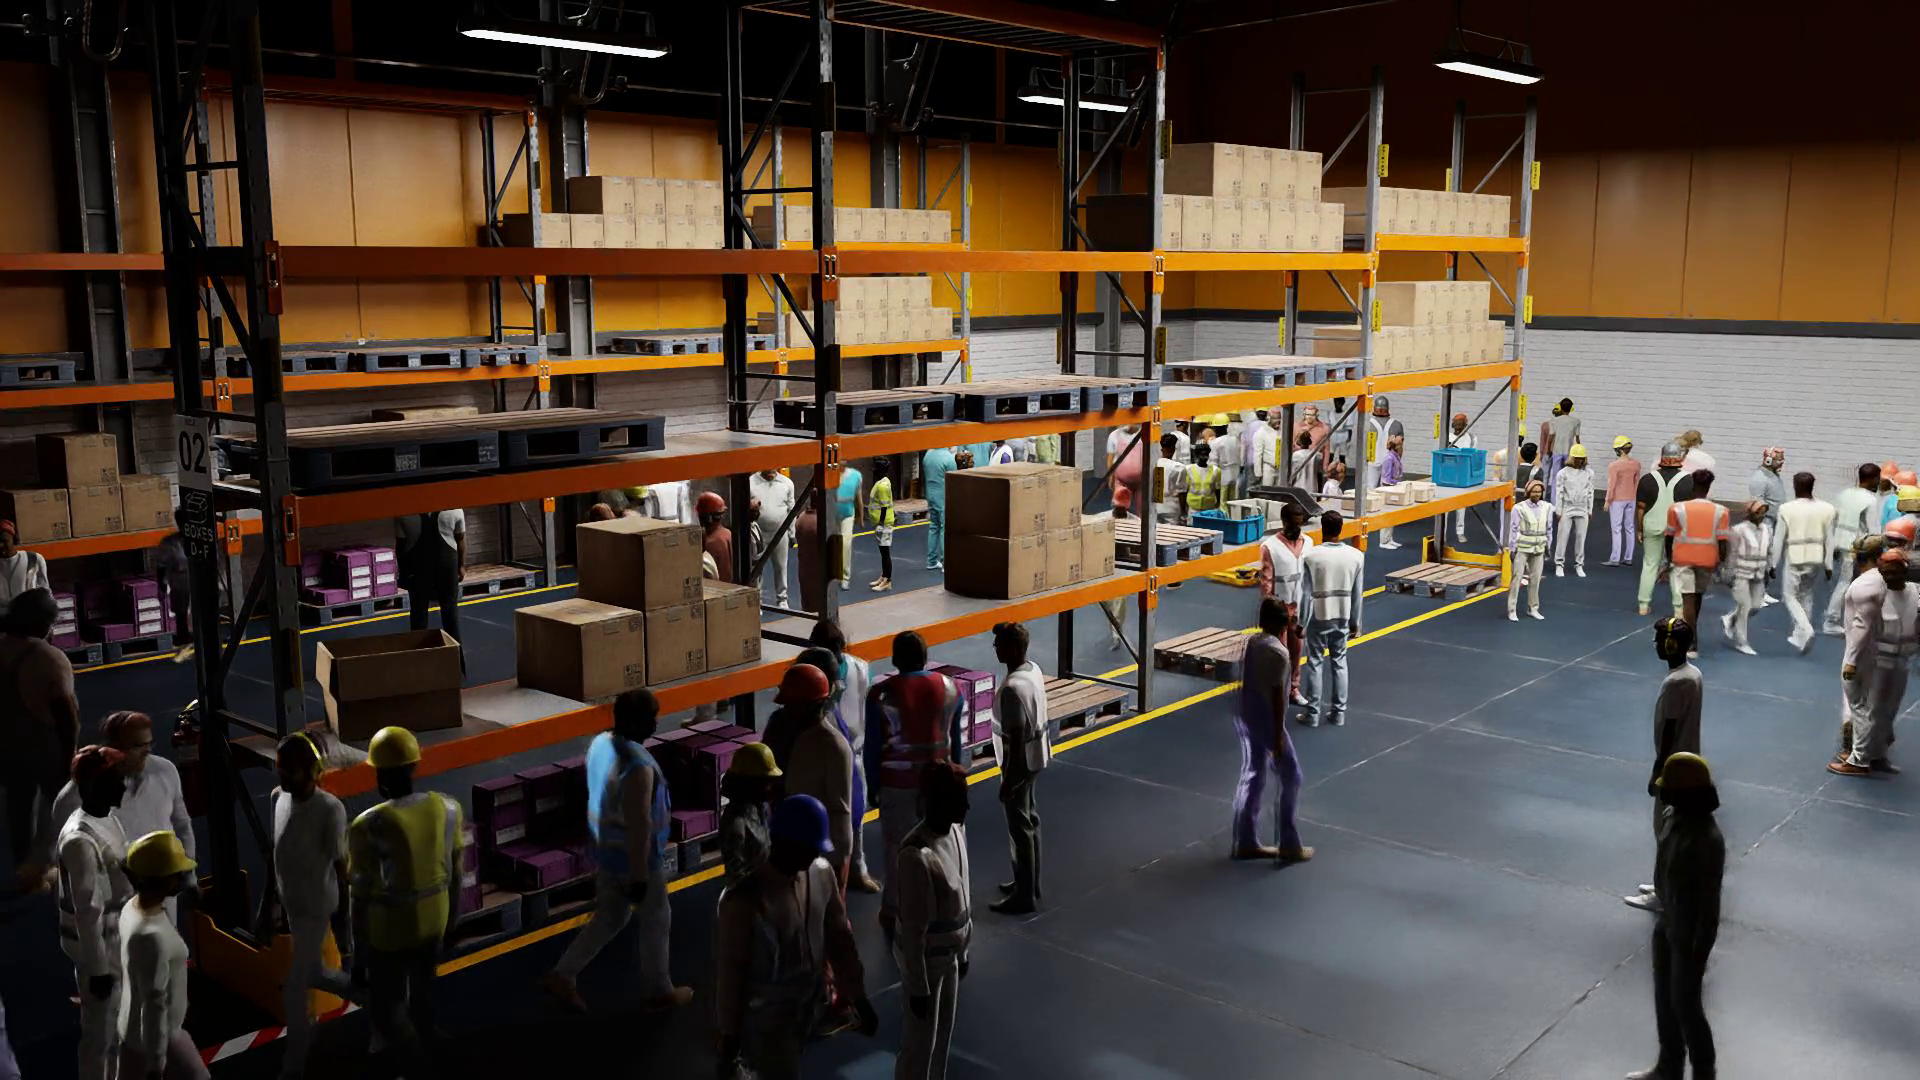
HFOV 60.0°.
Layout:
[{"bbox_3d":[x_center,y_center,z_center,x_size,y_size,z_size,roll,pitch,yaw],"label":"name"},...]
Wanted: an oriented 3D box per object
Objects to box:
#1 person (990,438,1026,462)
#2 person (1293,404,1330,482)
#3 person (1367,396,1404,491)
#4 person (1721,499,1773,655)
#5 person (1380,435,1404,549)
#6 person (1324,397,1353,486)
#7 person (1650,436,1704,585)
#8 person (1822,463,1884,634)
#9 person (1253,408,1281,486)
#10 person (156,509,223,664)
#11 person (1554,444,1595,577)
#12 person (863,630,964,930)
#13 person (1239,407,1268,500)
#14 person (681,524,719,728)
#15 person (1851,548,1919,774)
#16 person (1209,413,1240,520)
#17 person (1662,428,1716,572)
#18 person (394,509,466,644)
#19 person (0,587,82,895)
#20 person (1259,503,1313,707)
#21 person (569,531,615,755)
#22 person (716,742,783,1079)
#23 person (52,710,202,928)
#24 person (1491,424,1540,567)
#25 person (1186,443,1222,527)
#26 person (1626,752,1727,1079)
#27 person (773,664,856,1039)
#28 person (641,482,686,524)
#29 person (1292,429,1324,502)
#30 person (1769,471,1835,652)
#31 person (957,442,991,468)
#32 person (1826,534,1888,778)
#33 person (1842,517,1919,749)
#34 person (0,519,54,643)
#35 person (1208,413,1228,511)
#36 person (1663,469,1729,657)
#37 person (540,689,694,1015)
[{"bbox_3d":[0.696,-0.797,23.348,0.372,1.940,0.631,-9,13,-44],"label":"person"},{"bbox_3d":[5.342,-1.139,25.506,0.638,1.903,0.406,3,10,15],"label":"person"},{"bbox_3d":[6.391,-1.187,25.374,0.675,2.000,0.536,1,10,3],"label":"person"},{"bbox_3d":[8.191,0.362,17.383,0.523,1.624,0.544,-3,10,-17],"label":"person"},{"bbox_3d":[6.116,-0.683,23.590,0.319,1.631,0.524,4,10,22],"label":"person"},{"bbox_3d":[6.804,-1.775,29.984,0.547,1.650,0.826,4,10,21],"label":"person"},{"bbox_3d":[8.900,-0.345,20.735,0.663,1.914,0.385,7,12,35],"label":"person"},{"bbox_3d":[9.888,0.107,18.093,0.907,1.878,0.631,1,10,3],"label":"person"},{"bbox_3d":[4.683,-1.036,24.920,0.652,1.896,0.402,-6,11,-32],"label":"person"},{"bbox_3d":[-7.686,0.484,16.600,0.600,1.620,0.880,-5,11,-25],"label":"person"},{"bbox_3d":[7.929,-0.377,21.457,0.480,1.734,0.332,0,10,0],"label":"person"},{"bbox_3d":[-0.288,1.462,10.200,0.626,1.834,0.432,-3,10,-18],"label":"person"},{"bbox_3d":[4.682,-1.205,25.877,0.666,1.912,0.425,4,10,24],"label":"person"},{"bbox_3d":[-2.259,0.775,14.253,0.429,1.841,0.634,-2,10,-11],"label":"person"},{"bbox_3d":[7.305,0.960,13.128,0.624,1.856,0.469,0,10,3],"label":"person"},{"bbox_3d":[3.752,-0.854,23.782,0.600,1.913,0.425,-8,12,-40],"label":"person"},{"bbox_3d":[9.457,-0.495,21.646,0.640,1.921,0.704,7,12,36],"label":"person"},{"bbox_3d":[-5.363,0.235,16.881,0.681,2.000,0.535,-3,10,-19],"label":"person"},{"bbox_3d":[-5.922,1.287,10.600,0.698,2.000,0.634,1,10,5],"label":"person"},{"bbox_3d":[2.959,0.597,15.128,0.603,1.906,0.399,-6,11,-32],"label":"person"},{"bbox_3d":[-2.931,0.868,13.327,0.367,1.962,0.613,1,10,4],"label":"person"},{"bbox_3d":[-1.027,1.841,8.215,0.323,1.737,0.486,2,10,9],"label":"person"},{"bbox_3d":[-4.218,1.748,8.366,0.762,1.874,0.668,5,11,29],"label":"person"},{"bbox_3d":[7.401,-0.597,22.195,0.594,1.922,0.386,2,10,11],"label":"person"},{"bbox_3d":[3.196,-0.451,22.056,0.545,1.689,0.326,0,10,-1],"label":"person"},{"bbox_3d":[3.526,1.867,8.076,0.410,1.730,0.495,-1,10,-3],"label":"person"},{"bbox_3d":[-0.775,1.620,8.789,0.408,1.986,0.620,-6,11,-33],"label":"person"},{"bbox_3d":[-3.375,-0.020,18.878,0.572,1.883,0.356,-9,13,-42],"label":"person"},{"bbox_3d":[4.597,-0.562,22.239,0.506,1.841,0.346,-2,10,-11],"label":"person"},{"bbox_3d":[8.818,0.236,17.347,0.630,1.890,0.741,0,10,-1],"label":"person"},{"bbox_3d":[0.215,-0.903,23.859,0.618,1.987,0.412,-4,10,-24],"label":"person"},{"bbox_3d":[7.152,0.911,13.157,0.353,1.936,0.633,9,13,43],"label":"person"},{"bbox_3d":[7.622,0.792,13.786,0.611,1.965,0.781,9,13,44],"label":"person"},{"bbox_3d":[-8.139,0.748,14.316,0.584,1.877,0.363,-4,10,-24],"label":"person"},{"bbox_3d":[3.895,-1.037,25.101,0.404,1.834,0.584,5,11,26],"label":"person"},{"bbox_3d":[7.662,0.210,17.418,0.604,1.902,0.990,2,10,10],"label":"person"},{"bbox_3d":[-1.857,1.692,8.883,0.760,1.811,0.639,-7,12,-35],"label":"person"}]
